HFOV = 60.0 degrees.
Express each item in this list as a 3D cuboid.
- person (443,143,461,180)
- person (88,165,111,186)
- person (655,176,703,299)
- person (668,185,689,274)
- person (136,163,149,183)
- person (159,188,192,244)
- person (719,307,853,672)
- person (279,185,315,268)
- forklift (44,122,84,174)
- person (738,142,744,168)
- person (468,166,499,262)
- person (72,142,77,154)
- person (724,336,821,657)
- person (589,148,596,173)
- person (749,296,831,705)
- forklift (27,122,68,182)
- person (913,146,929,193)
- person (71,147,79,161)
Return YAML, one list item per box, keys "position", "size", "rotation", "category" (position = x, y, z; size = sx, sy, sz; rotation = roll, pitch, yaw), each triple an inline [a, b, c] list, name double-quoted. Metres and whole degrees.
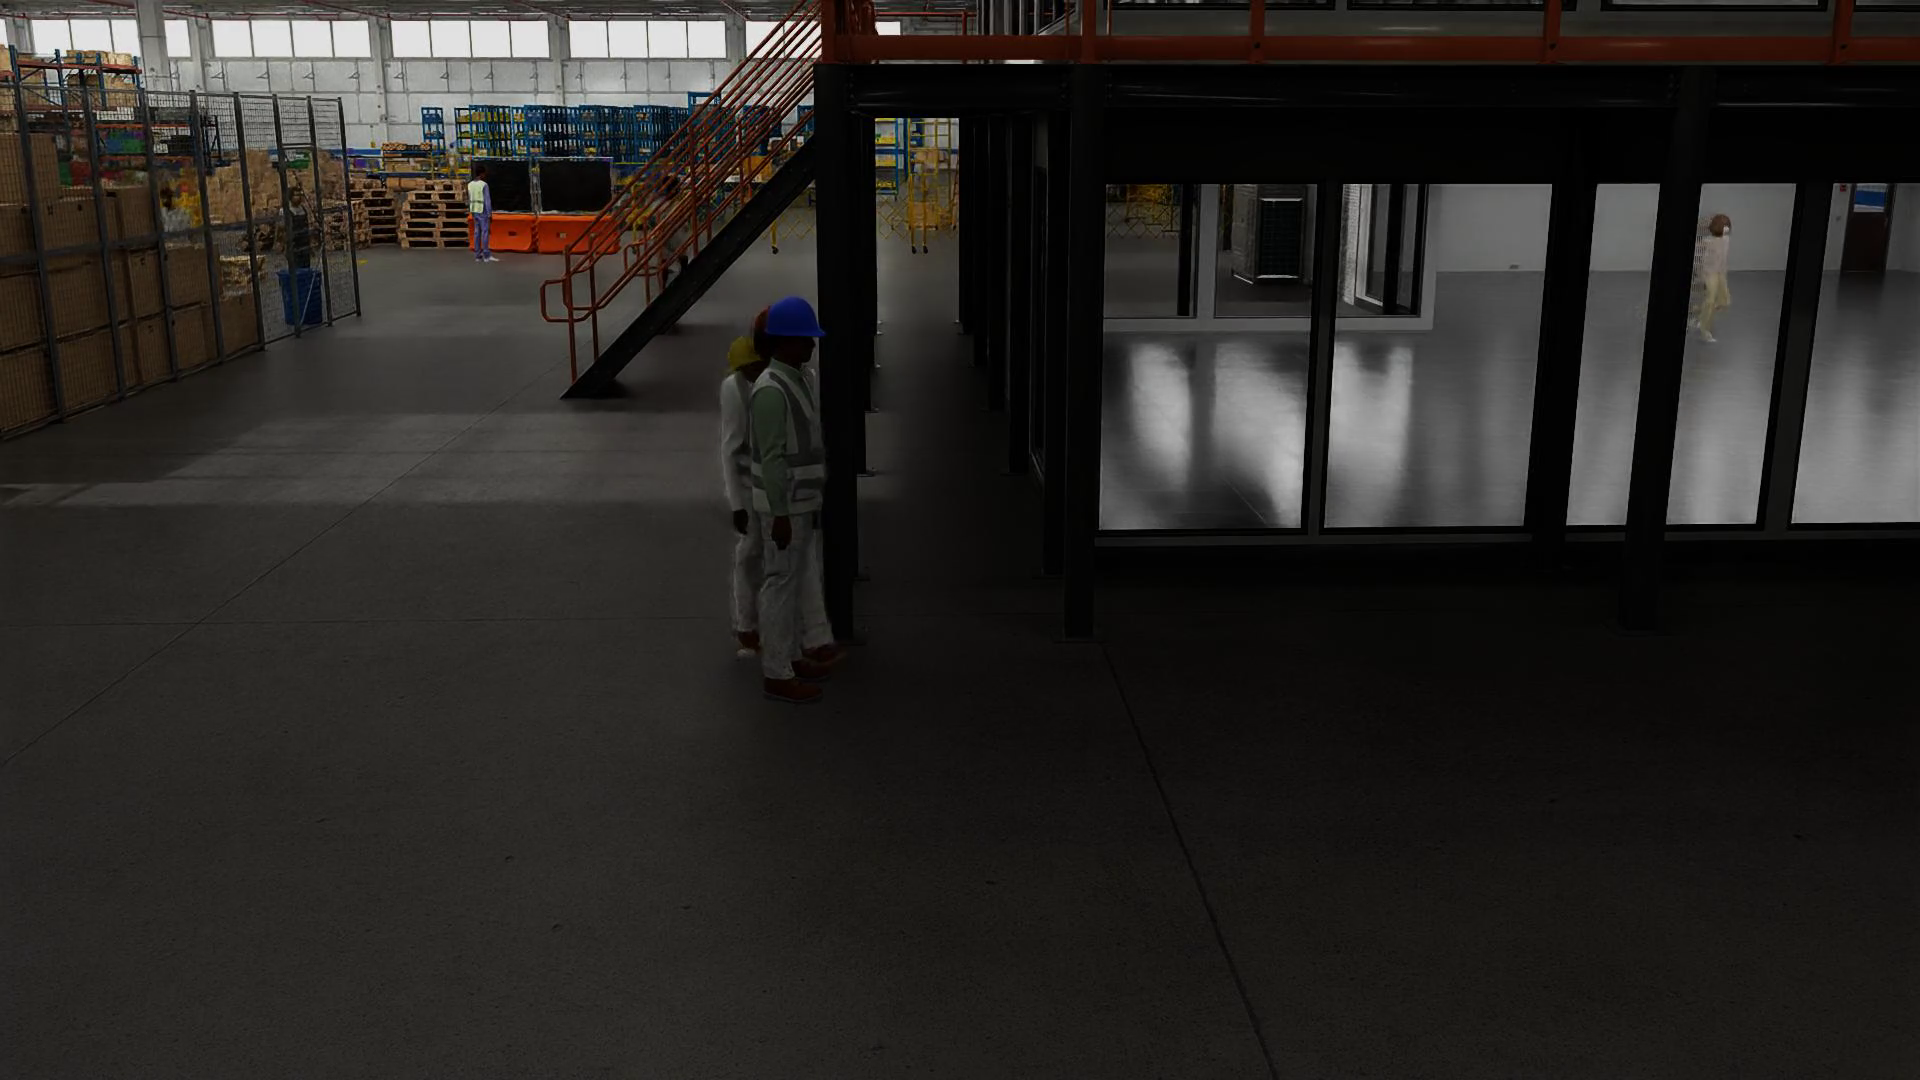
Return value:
- position: [-23.488, -17.380, 76.826]
  size: [0.729, 1.880, 1.010]
  rotation: [-10, 17, -35]
  category: "person"
- position: [-18.422, -7.105, 35.675]
  size: [0.474, 1.918, 0.584]
  rotation: [4, 15, 16]
  category: "person"
- position: [-4.447, -4.730, 26.145]
  size: [0.777, 1.934, 0.623]
  rotation: [10, 17, 34]
  category: "person"
- position: [-5.168, -5.775, 30.740]
  size: [0.841, 1.731, 0.545]
  rotation: [2, 14, 6]
  category: "person"
- position: [-24.596, -10.582, 50.234]
  size: [0.510, 1.593, 0.832]
  rotation: [-1, 14, -4]
  category: "person"
- position: [-11.674, -4.289, 24.637]
  size: [0.546, 1.811, 1.001]
  rotation: [3, 14, 11]
  category: "person"
- position: [-0.911, -0.236, 8.382]
  size: [0.584, 1.835, 0.933]
  rotation: [-9, 16, -31]
  category: "person"
- position: [-9.873, -4.354, 24.834]
  size: [0.334, 1.843, 0.513]
  rotation: [7, 16, 26]
  category: "person"
- position: [-37.756, -16.130, 69.803]
  size: [1.129, 2.768, 1.873]
  rotation: [-1, 14, -2]
  category: "forklift"
- position: [-11.224, -19.717, 86.263]
  size: [0.601, 1.830, 0.403]
  rotation: [-4, 15, -15]
  category: "person"
- position: [-9.692, -6.595, 33.654]
  size: [0.589, 1.915, 0.393]
  rotation: [10, 17, 34]
  category: "person"
- position: [-39.972, -16.869, 74.637]
  size: [0.796, 1.957, 0.638]
  rotation: [-7, 16, -26]
  category: "person"
- position: [-0.918, -0.202, 8.537]
  size: [0.510, 1.705, 0.497]
  rotation: [9, 17, 33]
  category: "person"
- position: [-15.406, -15.549, 69.741]
  size: [0.326, 1.767, 0.533]
  rotation: [-1, 14, -4]
  category: "person"
- position: [-0.814, -0.194, 7.997]
  size: [0.395, 1.945, 0.618]
  rotation: [1, 14, 5]
  category: "person"
- position: [-35.376, -14.773, 64.377]
  size: [1.129, 2.768, 1.873]
  rotation: [-1, 14, -2]
  category: "forklift"
- position: [-1.609, -14.894, 66.927]
  size: [0.637, 1.870, 0.940]
  rotation: [-10, 17, -36]
  category: "person"
- position: [-39.313, -16.546, 73.783]
  size: [0.528, 1.736, 0.781]
  rotation: [0, 14, 0]
  category: "person"
